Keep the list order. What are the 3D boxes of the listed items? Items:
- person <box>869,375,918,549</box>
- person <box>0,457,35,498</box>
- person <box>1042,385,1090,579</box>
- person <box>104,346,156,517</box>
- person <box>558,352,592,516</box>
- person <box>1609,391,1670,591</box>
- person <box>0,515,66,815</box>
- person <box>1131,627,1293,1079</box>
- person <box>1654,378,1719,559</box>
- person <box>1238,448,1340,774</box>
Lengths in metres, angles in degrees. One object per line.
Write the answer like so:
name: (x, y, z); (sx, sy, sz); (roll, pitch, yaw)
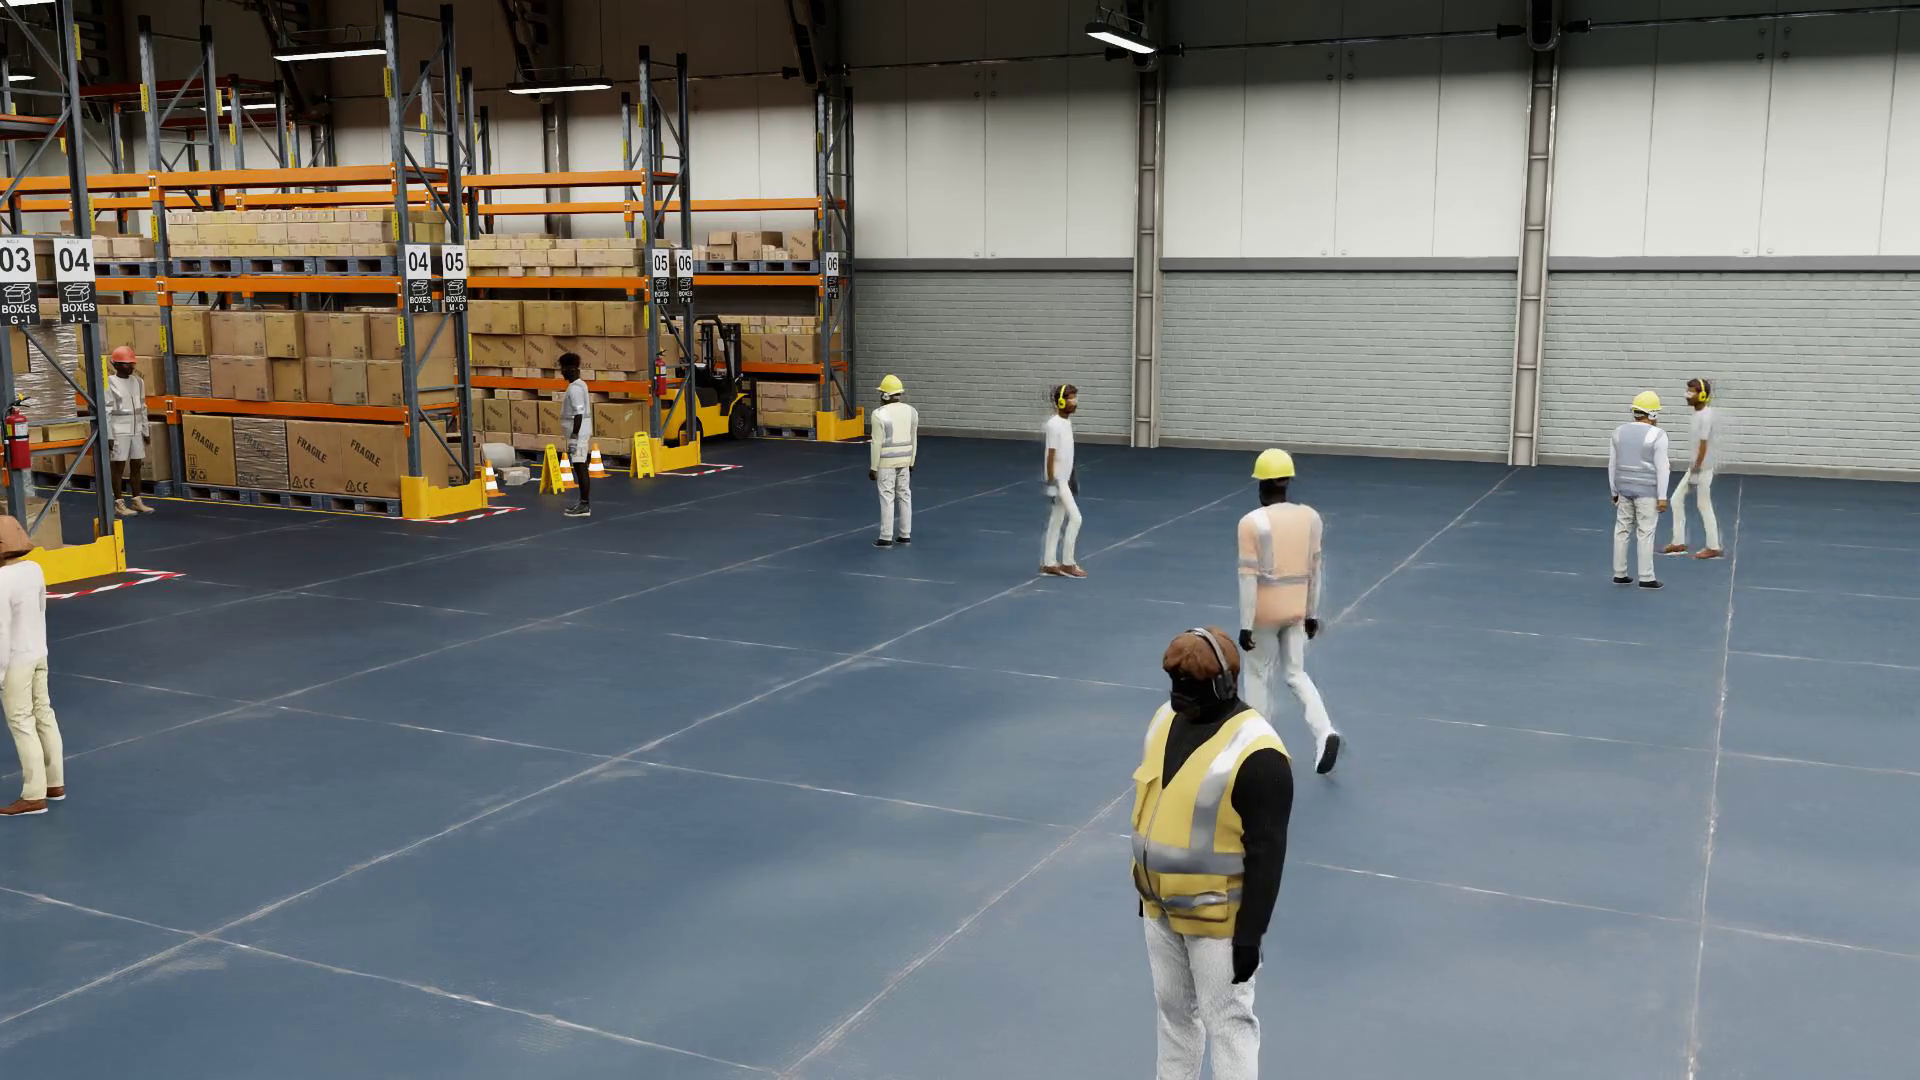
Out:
person: (-0.722, -0.827, 17.606); (0.593, 1.837, 0.404); (-8, 12, -40)
person: (-10.555, -0.895, 18.419); (0.886, 1.696, 0.500); (6, 11, 32)
person: (1.067, -0.550, 15.846); (0.641, 1.852, 0.554); (3, 10, 16)
person: (-9.932, -1.293, 19.871); (0.402, 2.035, 0.606); (4, 10, 22)
person: (-4.592, -1.264, 19.894); (0.366, 1.965, 0.602); (-1, 9, -8)
person: (6.272, -0.455, 15.337); (0.404, 1.835, 0.590); (-6, 11, -31)
person: (-5.111, 0.674, 9.025); (0.267, 1.632, 0.507); (0, 9, -2)
person: (0.761, 1.177, 5.321); (0.429, 1.839, 0.623); (-5, 11, -30)
person: (7.429, -0.718, 16.923); (0.750, 1.840, 0.554); (2, 9, 11)
person: (1.910, 0.420, 9.769); (0.599, 1.907, 0.799); (-4, 10, -25)
